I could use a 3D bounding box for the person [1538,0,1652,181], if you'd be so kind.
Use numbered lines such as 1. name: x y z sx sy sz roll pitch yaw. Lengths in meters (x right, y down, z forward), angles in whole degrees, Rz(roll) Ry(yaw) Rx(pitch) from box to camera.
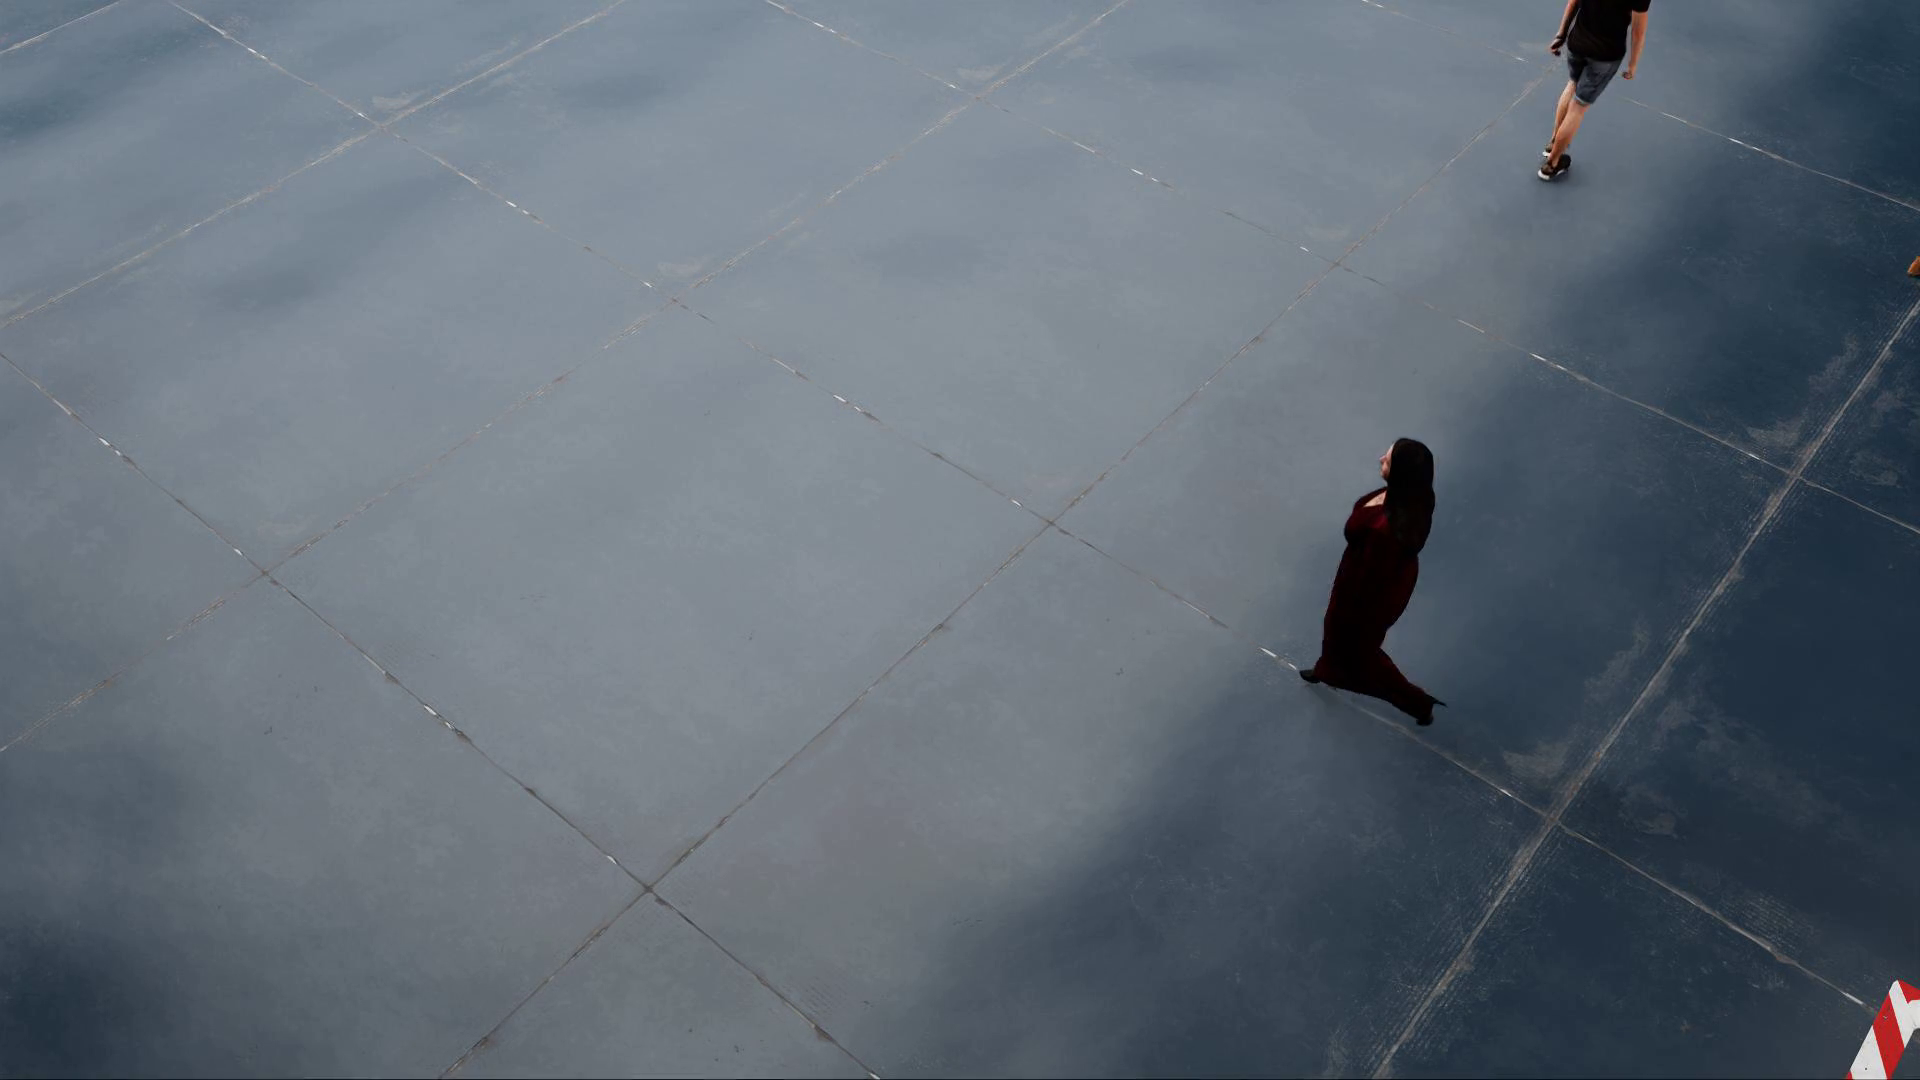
1. person: 4.027 -3.129 10.707 0.811 1.836 0.688 -33 55 -26

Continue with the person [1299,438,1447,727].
1. person: 1.995 0.245 7.652 1.028 1.743 0.824 19 50 17
